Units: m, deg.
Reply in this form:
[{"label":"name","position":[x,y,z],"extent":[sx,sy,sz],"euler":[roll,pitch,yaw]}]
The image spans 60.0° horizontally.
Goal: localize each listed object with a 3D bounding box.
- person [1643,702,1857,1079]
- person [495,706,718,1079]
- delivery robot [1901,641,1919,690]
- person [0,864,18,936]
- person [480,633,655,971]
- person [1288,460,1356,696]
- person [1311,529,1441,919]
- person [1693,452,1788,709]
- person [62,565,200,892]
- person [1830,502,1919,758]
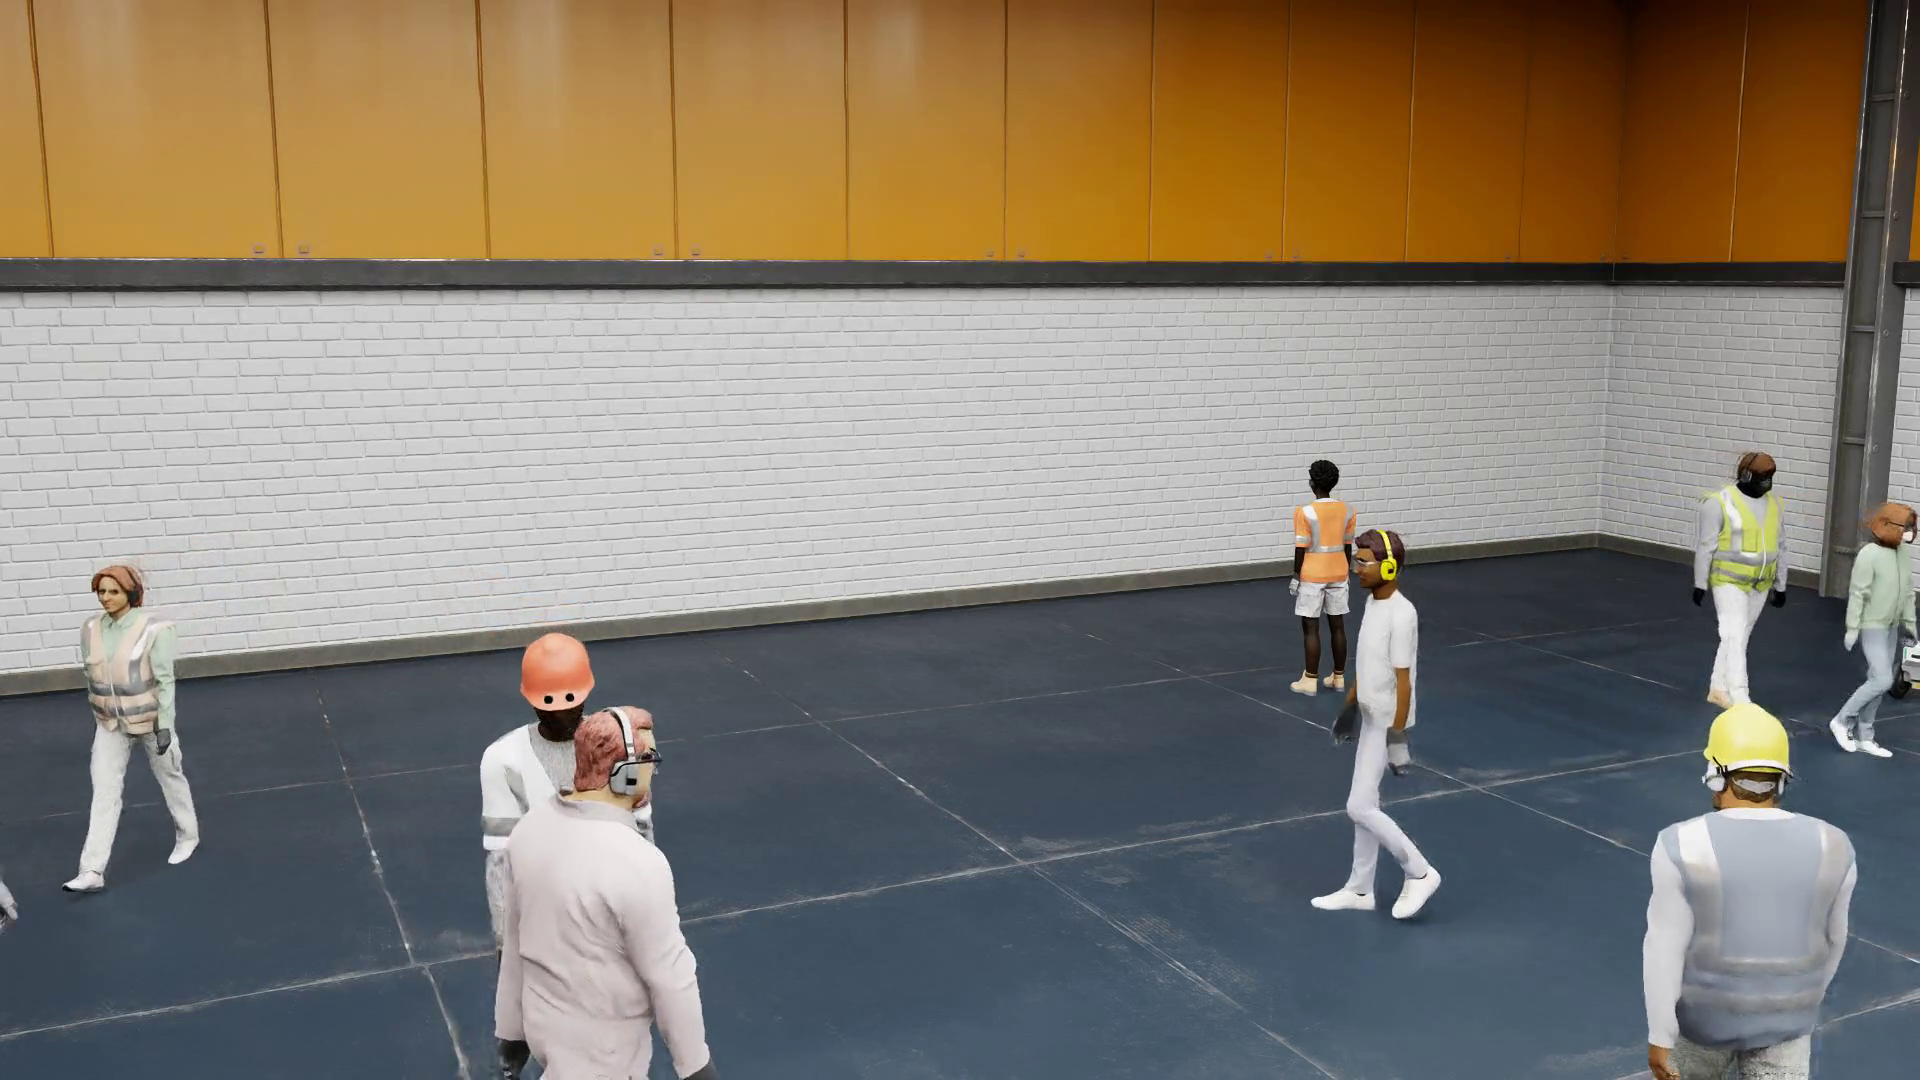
[{"label":"person","position":[2.291,1.354,4.961],"extent":[0.601,1.778,0.947],"euler":[1,9,5]},{"label":"person","position":[-0.984,1.376,4.644],"extent":[1.026,1.840,0.648],"euler":[-7,12,-39]},{"label":"delivery robot","position":[6.997,0.820,11.789],"extent":[0.707,0.478,0.477],"euler":[-7,12,-37]},{"label":"person","position":[-3.518,1.223,5.630],"extent":[0.839,1.838,0.531],"euler":[6,11,35]},{"label":"person","position":[-1.265,1.227,5.442],"extent":[0.556,1.878,1.007],"euler":[-2,9,-12]},{"label":"person","position":[2.596,0.269,11.961],"extent":[0.540,1.695,0.317],"euler":[-4,10,-25]},{"label":"person","position":[1.950,0.862,7.790],"extent":[0.496,1.857,0.550],"euler":[0,9,1]},{"label":"person","position":[5.386,0.320,11.294],"extent":[0.644,1.807,0.852],"euler":[-2,9,-14]},{"label":"person","position":[-4.118,0.915,8.257],"extent":[0.533,1.596,0.867],"euler":[1,9,8]},{"label":"person","position":[5.752,0.565,10.364],"extent":[0.526,1.617,0.340],"euler":[-6,11,-32]}]
